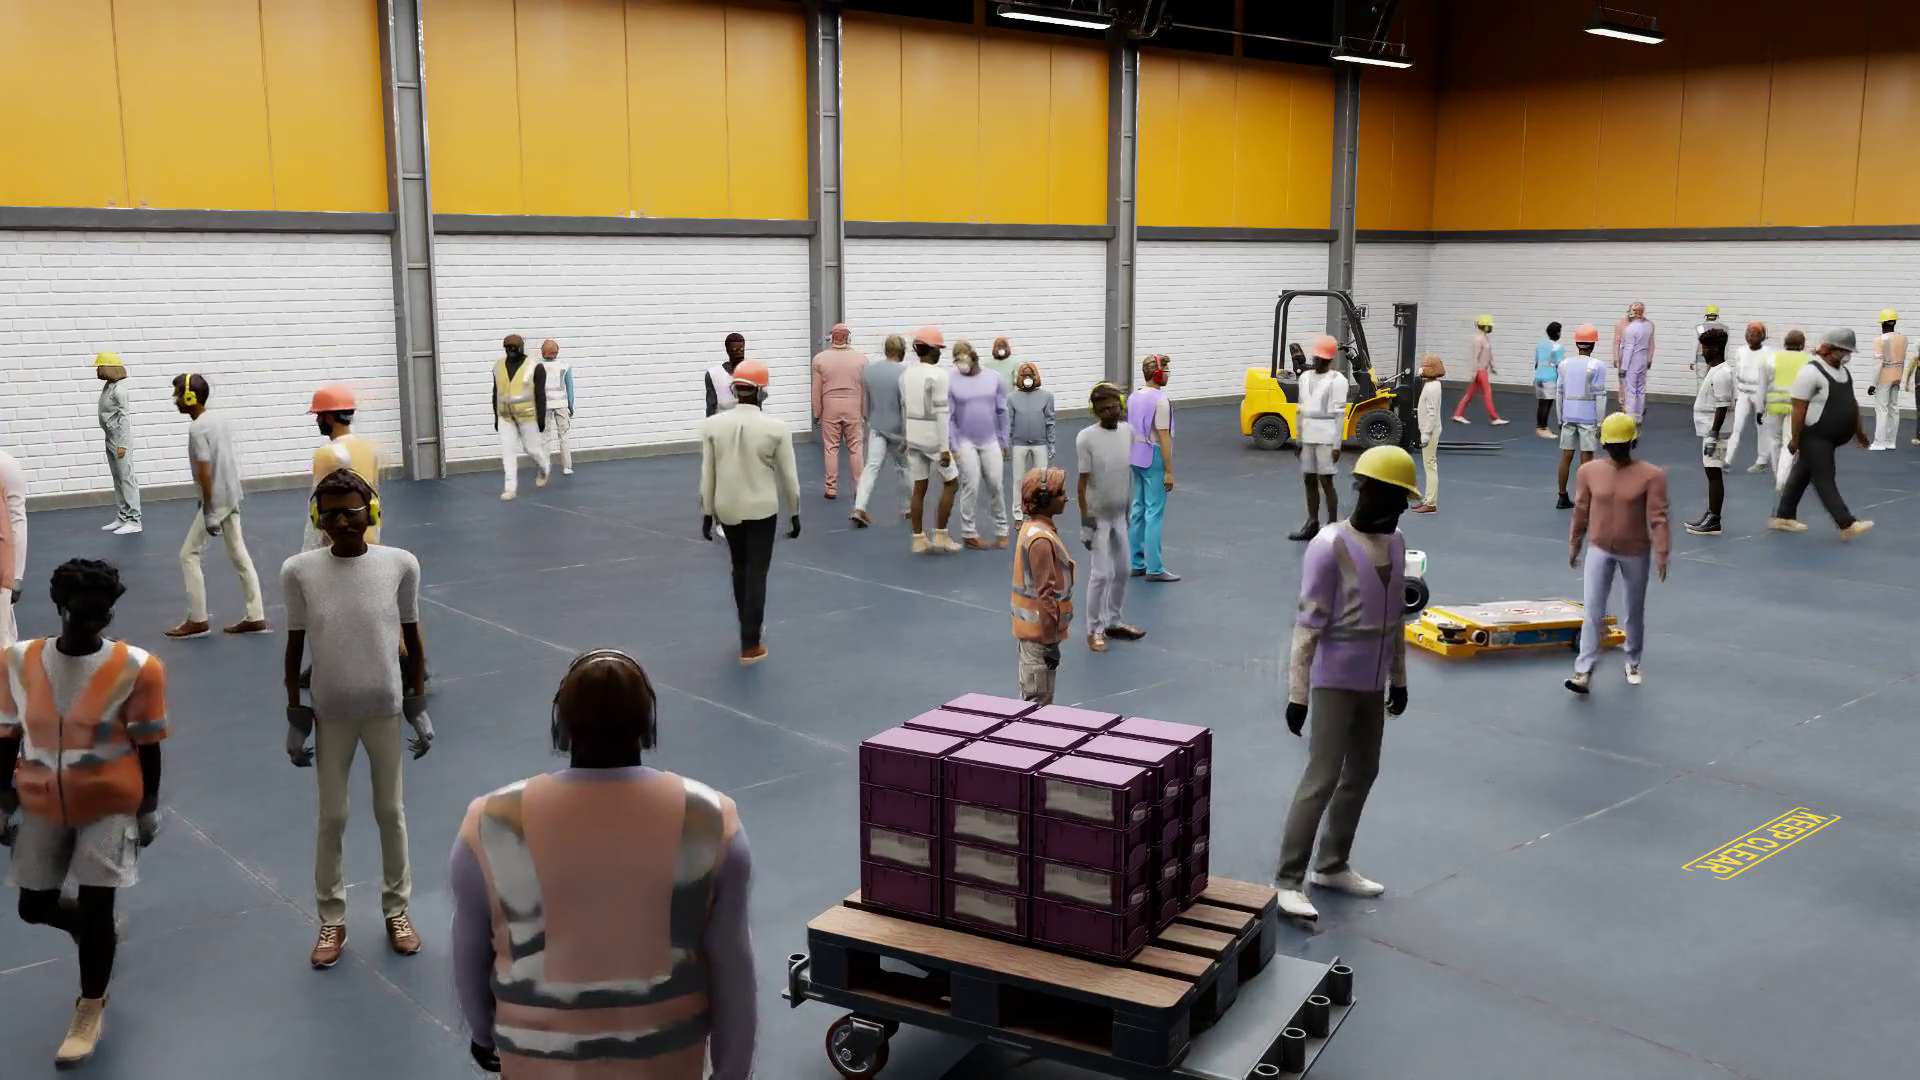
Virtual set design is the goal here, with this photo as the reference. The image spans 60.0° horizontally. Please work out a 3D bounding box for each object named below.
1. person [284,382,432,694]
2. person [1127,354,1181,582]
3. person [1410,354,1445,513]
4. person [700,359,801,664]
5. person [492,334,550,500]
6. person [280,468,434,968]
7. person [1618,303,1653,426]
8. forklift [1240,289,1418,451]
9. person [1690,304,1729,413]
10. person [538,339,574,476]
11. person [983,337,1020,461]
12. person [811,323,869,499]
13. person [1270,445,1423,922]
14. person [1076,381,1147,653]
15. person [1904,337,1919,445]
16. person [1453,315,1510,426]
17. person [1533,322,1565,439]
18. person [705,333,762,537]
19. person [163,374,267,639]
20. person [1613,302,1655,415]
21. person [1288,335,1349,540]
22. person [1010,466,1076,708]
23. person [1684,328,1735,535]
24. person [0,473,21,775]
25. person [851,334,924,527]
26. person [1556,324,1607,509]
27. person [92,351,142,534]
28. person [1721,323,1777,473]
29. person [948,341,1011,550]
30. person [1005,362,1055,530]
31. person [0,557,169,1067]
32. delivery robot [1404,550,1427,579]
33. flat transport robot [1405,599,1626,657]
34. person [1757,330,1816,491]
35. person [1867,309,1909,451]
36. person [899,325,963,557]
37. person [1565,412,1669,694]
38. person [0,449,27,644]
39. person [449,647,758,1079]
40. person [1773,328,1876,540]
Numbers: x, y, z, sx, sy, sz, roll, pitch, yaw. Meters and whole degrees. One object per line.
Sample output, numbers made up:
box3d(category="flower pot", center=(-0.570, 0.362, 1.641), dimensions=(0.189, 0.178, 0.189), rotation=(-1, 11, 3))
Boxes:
box3d(category="person", center=(-3.634, 0.001, 9.976), dimensions=(0.962, 1.903, 0.555), rotation=(1, 10, 5))
box3d(category="person", center=(1.542, -0.584, 13.522), dimensions=(0.388, 1.848, 0.564), rotation=(-4, 11, -24))
box3d(category="person", center=(4.811, -1.089, 17.099), dimensions=(0.285, 1.636, 0.499), rotation=(2, 10, 14))
box3d(category="person", center=(-1.335, -0.211, 10.995), dimensions=(0.644, 1.958, 0.864), rotation=(3, 10, 15))
box3d(category="person", center=(-4.807, -1.368, 18.271), dimensions=(0.632, 1.807, 0.814), rotation=(2, 10, 10))
box3d(category="person", center=(-2.245, 0.653, 6.215), dimensions=(0.521, 1.870, 0.319), rotation=(-4, 10, -20))
box3d(category="person", center=(10.379, -2.692, 25.690), dimensions=(0.639, 1.911, 0.406), rotation=(-8, 13, -39))
box3d(category="forklift", center=(5.034, -2.339, 22.783), dimensions=(2.313, 2.155, 1.214), rotation=(3, 10, 16))
box3d(category="person", center=(12.503, -3.013, 27.784), dimensions=(0.591, 1.834, 0.404), rotation=(2, 10, 10))
box3d(category="person", center=(-4.894, -1.584, 19.989), dimensions=(0.513, 1.641, 0.307), rotation=(-2, 10, -13))
box3d(category="person", center=(0.531, -1.859, 21.706), dimensions=(0.492, 1.601, 0.801), rotation=(-1, 10, -7))
box3d(category="person", center=(-1.292, -1.392, 18.081), dimensions=(0.642, 1.909, 0.399), rotation=(-1, 10, -6))
box3d(category="person", center=(1.568, 0.560, 6.712), dimensions=(0.731, 1.889, 0.398), rotation=(-8, 13, -40))
box3d(category="person", center=(0.992, -0.157, 11.082), dimensions=(0.615, 1.829, 0.460), rotation=(-8, 12, -37))
box3d(category="person", center=(13.462, -2.223, 23.147), dimensions=(0.550, 1.835, 0.388), rotation=(0, 10, 2))
box3d(category="person", center=(8.167, -2.654, 26.014), dimensions=(0.900, 1.720, 0.535), rotation=(6, 11, 29))
box3d(category="person", center=(8.588, -2.320, 24.170), dimensions=(0.464, 1.687, 0.594), rotation=(-3, 10, -20))
box3d(category="person", center=(-2.132, -0.991, 15.771), dimensions=(0.587, 1.896, 0.397), rotation=(-6, 11, -32))
box3d(category="person", center=(-5.227, -0.230, 11.509), dimensions=(0.776, 1.829, 0.512), rotation=(0, 10, 0))
box3d(category="person", center=(11.190, -2.999, 27.607), dimensions=(0.660, 1.869, 0.926), rotation=(2, 10, 14))
box3d(category="person", center=(3.300, -0.917, 15.292), dimensions=(0.361, 1.915, 0.582), rotation=(-6, 11, -31))
box3d(category="person", center=(0.395, 0.463, 8.000), dimensions=(0.307, 1.641, 0.514), rotation=(-1, 10, -3))
box3d(category="person", center=(7.146, -1.029, 15.801), dimensions=(0.380, 1.959, 0.603), rotation=(4, 10, 22))
box3d(category="person", center=(-4.977, 0.221, 8.388), dimensions=(0.393, 1.990, 0.616), rotation=(-9, 13, -41))
box3d(category="person", center=(-0.725, -1.074, 16.308), dimensions=(0.630, 1.895, 1.027), rotation=(5, 11, 28))
box3d(category="person", center=(6.434, -1.261, 17.209), dimensions=(0.340, 1.942, 0.551), rotation=(-7, 12, -36))
box3d(category="person", center=(-8.055, -0.931, 15.860), dimensions=(0.294, 1.744, 0.484), rotation=(-9, 13, -42))
box3d(category="person", center=(9.503, -1.689, 20.017), dimensions=(0.997, 1.830, 0.601), rotation=(-6, 11, -32))
box3d(category="person", center=(0.141, -0.846, 14.940), dimensions=(0.660, 1.895, 0.414), rotation=(-2, 10, -11))
box3d(category="person", center=(0.666, -0.900, 16.025), dimensions=(0.503, 1.626, 0.283), rotation=(0, 10, 0))
box3d(category="person", center=(-2.895, 0.860, 5.546), dimensions=(0.547, 1.675, 0.505), rotation=(-1, 10, -5))
box3d(category="delivery robot", center=(3.126, 0.191, 12.489), dimensions=(0.707, 0.478, 0.477), rotation=(2, 10, 10))
box3d(category="flat transport robot", center=(3.764, 0.583, 11.302), dimensions=(1.431, 0.197, 0.652), rotation=(-3, 10, -16))
box3d(category="person", center=(9.447, -1.478, 18.911), dimensions=(0.657, 1.788, 0.960), rotation=(7, 12, 35))
box3d(category="person", center=(12.547, -2.163, 22.555), dimensions=(0.587, 1.922, 0.383), rotation=(-4, 11, -24))
box3d(category="person", center=(-0.218, -0.868, 14.637), dimensions=(0.571, 2.029, 0.648), rotation=(-9, 13, -42))
box3d(category="person", center=(3.966, 0.082, 10.035), dimensions=(0.591, 1.704, 0.927), rotation=(6, 11, 31))
box3d(category="person", center=(-5.351, 0.169, 8.938), dimensions=(0.638, 1.911, 0.406), rotation=(1, 10, 4))
box3d(category="person", center=(-0.797, 1.111, 3.730), dimensions=(0.637, 1.792, 0.969), rotation=(-3, 10, -15))
box3d(category="person", center=(8.156, -1.030, 15.572), dimensions=(0.695, 2.000, 1.060), rotation=(-7, 12, -37))
